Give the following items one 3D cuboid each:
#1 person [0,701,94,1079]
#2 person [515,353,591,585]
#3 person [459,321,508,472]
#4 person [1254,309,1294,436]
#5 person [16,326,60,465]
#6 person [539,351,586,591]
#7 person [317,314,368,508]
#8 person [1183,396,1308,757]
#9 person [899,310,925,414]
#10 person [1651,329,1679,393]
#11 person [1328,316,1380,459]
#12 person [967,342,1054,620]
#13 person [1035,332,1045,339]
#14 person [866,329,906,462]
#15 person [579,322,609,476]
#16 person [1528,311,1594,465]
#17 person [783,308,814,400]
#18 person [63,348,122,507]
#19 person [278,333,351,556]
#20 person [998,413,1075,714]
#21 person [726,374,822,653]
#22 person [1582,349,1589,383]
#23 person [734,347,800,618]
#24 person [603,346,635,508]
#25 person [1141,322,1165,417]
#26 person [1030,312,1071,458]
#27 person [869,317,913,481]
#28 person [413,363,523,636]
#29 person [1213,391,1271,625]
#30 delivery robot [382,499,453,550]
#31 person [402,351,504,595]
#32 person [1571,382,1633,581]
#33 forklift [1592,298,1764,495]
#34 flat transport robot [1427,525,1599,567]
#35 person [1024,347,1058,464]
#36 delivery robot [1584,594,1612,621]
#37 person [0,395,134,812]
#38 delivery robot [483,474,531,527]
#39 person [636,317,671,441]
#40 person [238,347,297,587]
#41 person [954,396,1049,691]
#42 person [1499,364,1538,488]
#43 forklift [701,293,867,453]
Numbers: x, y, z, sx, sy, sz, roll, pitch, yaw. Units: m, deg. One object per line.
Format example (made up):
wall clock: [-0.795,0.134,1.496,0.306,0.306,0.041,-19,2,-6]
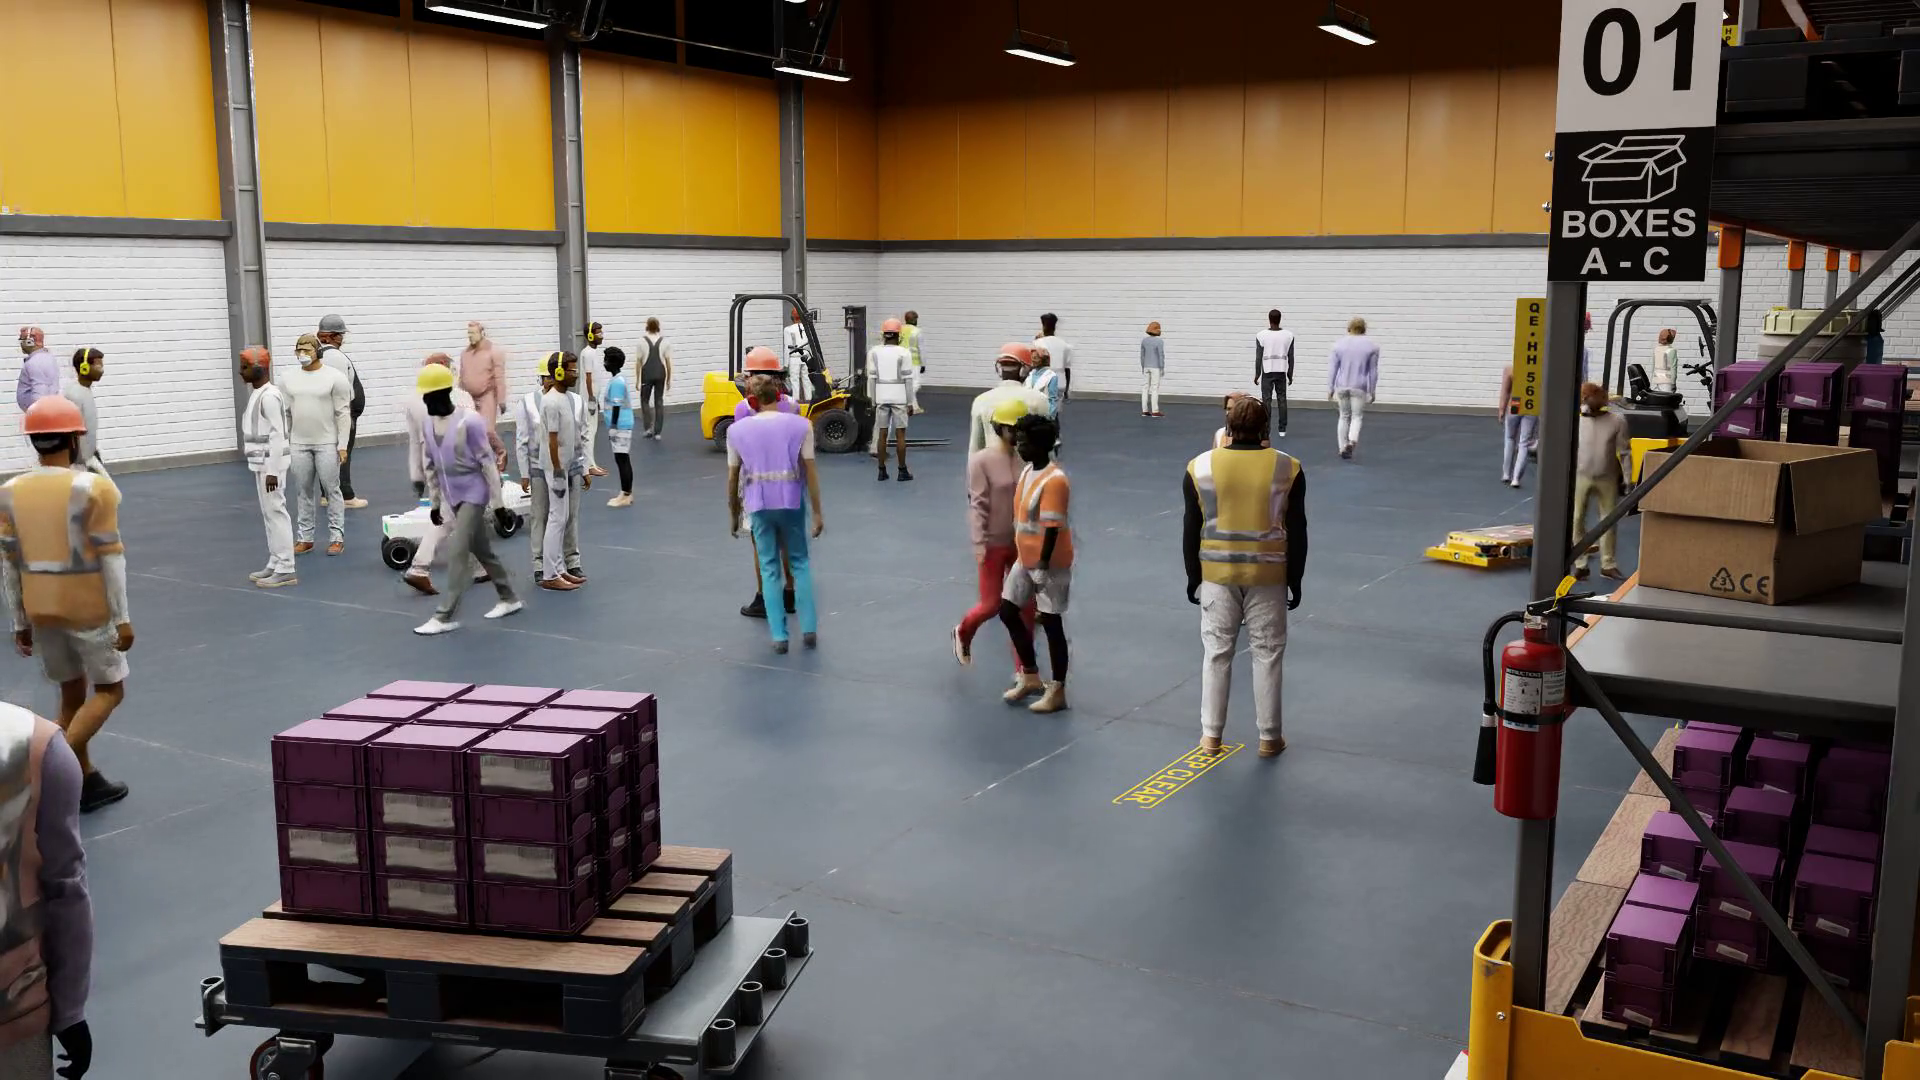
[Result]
person: [-2.101,1.001,3.390,0.626,1.846,0.429,-5,10,-28]
person: [-3.204,-0.562,13.176,0.591,1.833,0.403,-5,11,-30]
person: [-5.780,-1.706,20.138,0.668,1.890,0.471,4,10,22]
person: [4.743,-2.513,25.095,0.596,1.915,0.372,-1,9,-4]
person: [-9.694,-1.294,17.517,0.401,1.906,0.649,-3,9,-16]
person: [-3.104,-0.536,12.948,0.329,1.861,0.506,-1,9,-6]
person: [-6.529,-1.357,17.492,0.689,2.000,0.538,8,12,42]
person: [1.445,0.190,8.461,0.625,1.844,0.429,2,9,13]
person: [-0.873,-3.074,28.900,0.646,1.821,0.780,8,12,40]
person: [10.459,-2.315,24.713,0.309,1.641,0.513,-2,9,-14]
person: [5.119,-1.971,21.753,0.646,1.907,0.688,4,10,25]
person: [0.381,-0.410,11.817,0.767,1.966,0.583,5,10,29]
person: [1.153,-2.096,23.368,0.497,1.633,0.285,6,11,34]
person: [-0.942,-1.919,21.769,0.583,1.792,0.627,4,10,26]
person: [-4.459,-1.711,20.263,0.335,1.862,0.519,-1,9,-7]
person: [7.455,-1.834,20.577,0.575,2.001,0.669,-2,9,-12]
person: [-2.754,-3.018,28.347,0.574,1.883,0.355,-6,11,-35]
person: [-7.269,-0.665,13.826,0.648,1.841,0.547,-2,9,-14]
person: [-5.621,-0.826,14.494,0.631,1.940,0.372,0,9,1]
person: [0.416,0.134,9.288,0.448,1.677,0.557,-3,10,-20]
person: [-1.214,-0.174,10.846,0.609,1.800,0.507,-1,9,-5]
person: [7.696,-1.865,21.195,0.543,1.871,0.992,1,9,8]
person: [-1.406,-0.409,11.907,0.567,1.933,0.384,-9,13,-44]
person: [-3.594,-1.188,17.523,0.319,1.694,0.538,-1,9,-8]
person: [3.317,-2.932,28.587,0.282,1.631,0.503,-7,12,-39]
person: [1.193,-2.025,21.989,0.664,1.936,0.552,-5,10,-27]
person: [-0.804,-1.659,19.699,0.543,1.938,0.357,3,9,16]
person: [-3.440,-0.307,11.558,0.606,1.853,0.959,7,12,39]
person: [1.964,-0.226,11.679,0.315,1.640,0.515,-7,11,-37]
delivery robot: [-4.485,-0.105,14.005,0.707,0.478,0.477,-3,10,-20]
person: [-3.983,-0.528,12.903,0.713,1.858,0.978,7,11,36]
person: [5.074,-0.458,13.261,0.571,1.596,0.400,3,10,17]
forklift: [7.954,-1.589,18.462,2.313,2.155,1.214,5,11,30]
flat transport robot: [4.775,0.033,14.324,1.431,0.197,0.652,-6,11,-32]
person: [0.895,-1.348,18.683,0.307,1.641,0.513,-9,12,-43]
delivery robot: [4.190,0.501,10.228,0.477,0.478,0.707,-4,10,-21]
person: [-3.994,0.320,7.403,0.567,1.922,0.608,1,9,7]
delivery robot: [-4.300,-0.377,15.704,0.477,0.478,0.707,4,10,25]
person: [-4.538,-2.381,24.564,0.539,1.819,0.614,-3,10,-19]
person: [-5.446,-0.572,13.077,0.337,1.882,0.584,-5,11,-30]
person: [0.245,0.008,9.869,0.530,1.741,0.653,-6,11,-35]
person: [6.520,-1.481,19.241,0.535,1.712,0.866,3,10,18]
forklift: [-2.458,-2.344,23.176,2.313,2.155,1.214,0,9,-2]
